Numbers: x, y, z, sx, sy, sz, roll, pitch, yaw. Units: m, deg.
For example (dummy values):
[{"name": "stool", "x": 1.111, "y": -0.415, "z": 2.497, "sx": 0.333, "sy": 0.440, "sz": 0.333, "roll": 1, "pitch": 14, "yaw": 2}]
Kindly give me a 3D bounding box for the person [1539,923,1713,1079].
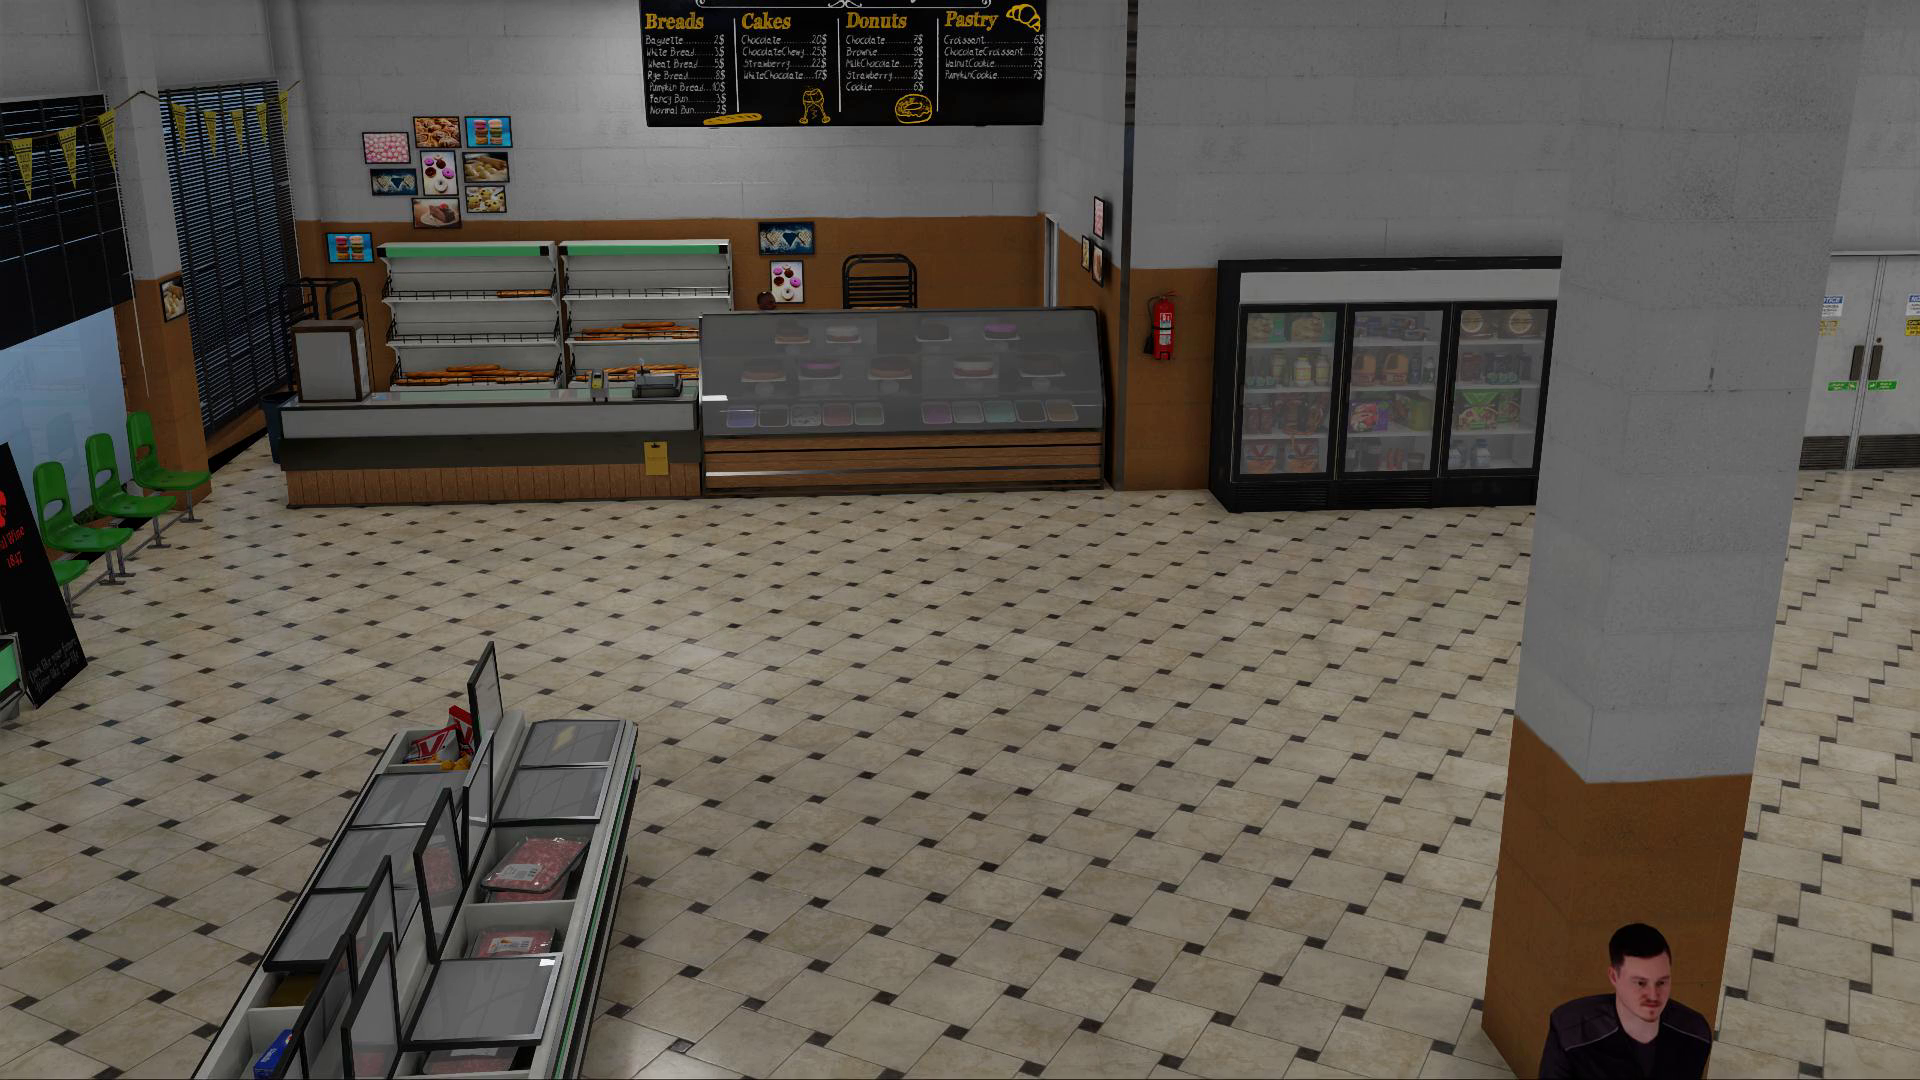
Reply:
[{"name": "person", "x": 2.035, "y": 2.037, "z": 5.218, "sx": 0.706, "sy": 1.845, "sz": 0.559, "roll": -2, "pitch": 17, "yaw": -5}]
